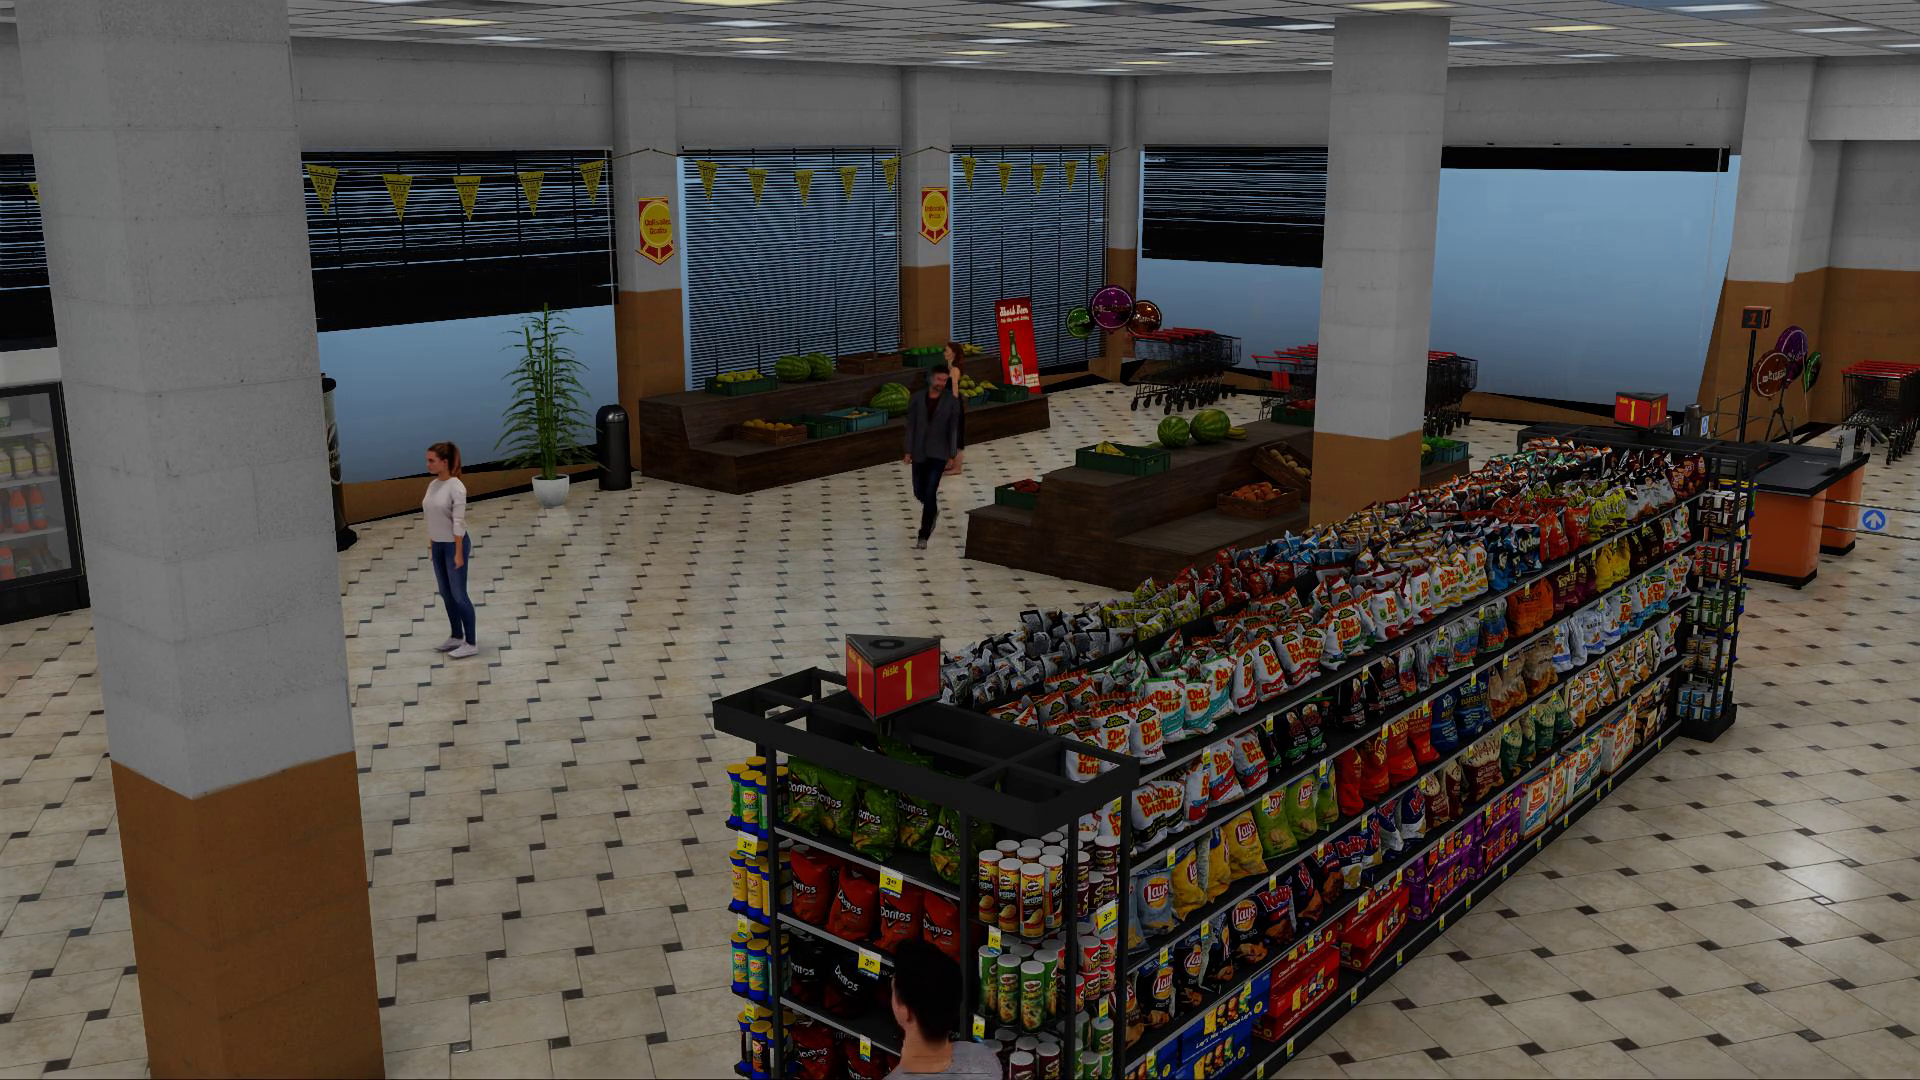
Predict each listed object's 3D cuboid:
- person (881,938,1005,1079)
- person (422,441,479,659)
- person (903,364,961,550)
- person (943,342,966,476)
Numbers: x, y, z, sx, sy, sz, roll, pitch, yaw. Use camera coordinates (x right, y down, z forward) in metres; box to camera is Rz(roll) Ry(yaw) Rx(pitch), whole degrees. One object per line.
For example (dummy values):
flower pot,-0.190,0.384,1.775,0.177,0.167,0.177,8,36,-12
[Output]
person,-0.009,2.076,4.654,0.793,1.843,1.161,13,19,43
person,-4.029,0.072,13.174,0.589,1.721,0.501,11,18,39
person,-0.292,-0.849,16.753,1.032,1.825,1.285,5,14,18
person,-0.080,-1.616,20.338,0.727,1.625,0.677,-3,14,-10
